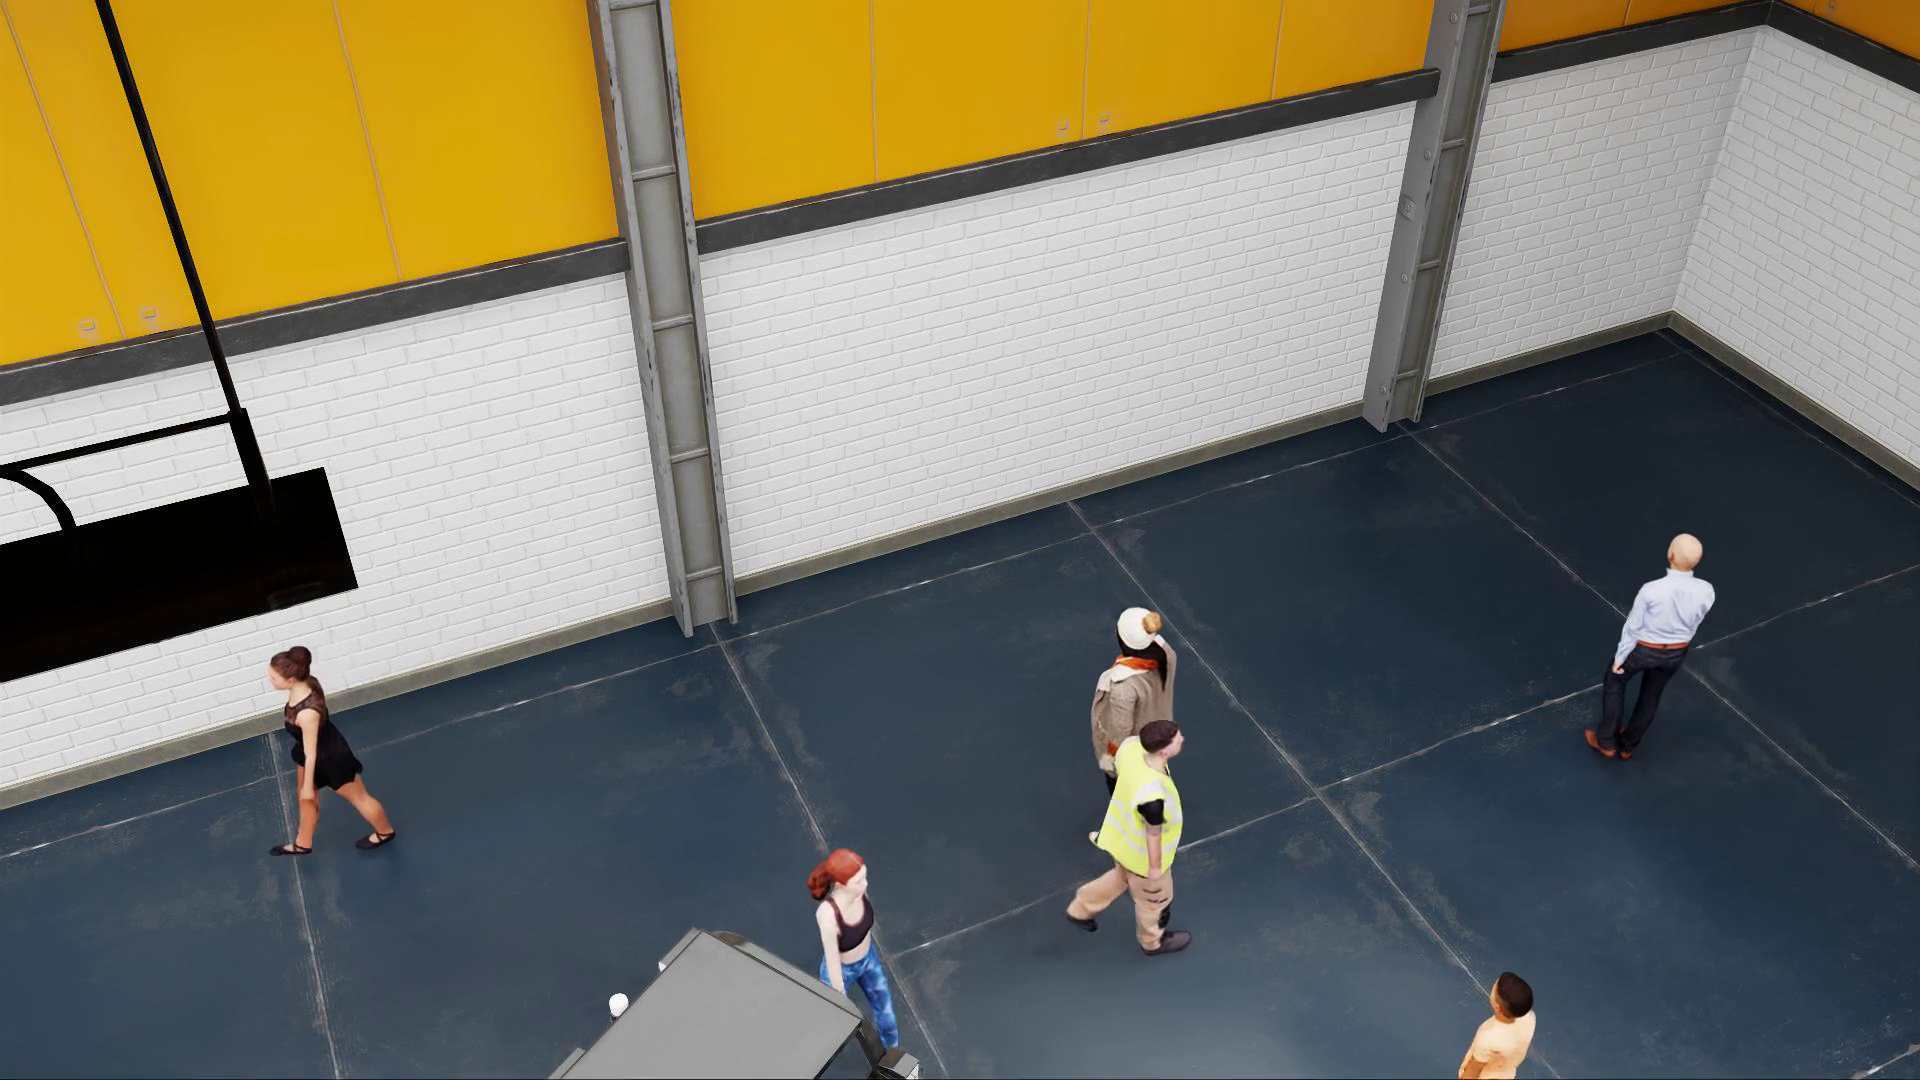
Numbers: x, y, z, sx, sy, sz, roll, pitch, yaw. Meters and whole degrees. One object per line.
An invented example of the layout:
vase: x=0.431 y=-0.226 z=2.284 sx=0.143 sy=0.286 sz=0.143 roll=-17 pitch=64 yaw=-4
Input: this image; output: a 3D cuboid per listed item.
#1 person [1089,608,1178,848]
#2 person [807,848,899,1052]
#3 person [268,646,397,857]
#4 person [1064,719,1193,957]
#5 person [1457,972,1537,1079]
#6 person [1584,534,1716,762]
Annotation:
person: x=1.036 y=1.107 z=9.763 sx=0.863 sy=1.888 sz=0.766 roll=26 pitch=45 yaw=28
person: x=-0.652 y=2.205 z=8.502 sx=1.086 sy=1.746 sz=1.183 roll=21 pitch=43 yaw=24
person: x=-3.640 y=1.252 z=9.772 sx=0.923 sy=1.649 sz=0.577 roll=-16 pitch=41 yaw=-19
person: x=0.948 y=1.661 z=9.117 sx=1.038 sy=1.829 sz=0.830 roll=-7 pitch=39 yaw=-9
person: x=2.630 y=2.676 z=8.149 sx=0.670 sy=1.450 sz=0.651 roll=-24 pitch=44 yaw=-27
person: x=4.319 y=0.745 z=10.300 sx=0.738 sy=1.783 sz=0.838 roll=2 pitch=39 yaw=2
